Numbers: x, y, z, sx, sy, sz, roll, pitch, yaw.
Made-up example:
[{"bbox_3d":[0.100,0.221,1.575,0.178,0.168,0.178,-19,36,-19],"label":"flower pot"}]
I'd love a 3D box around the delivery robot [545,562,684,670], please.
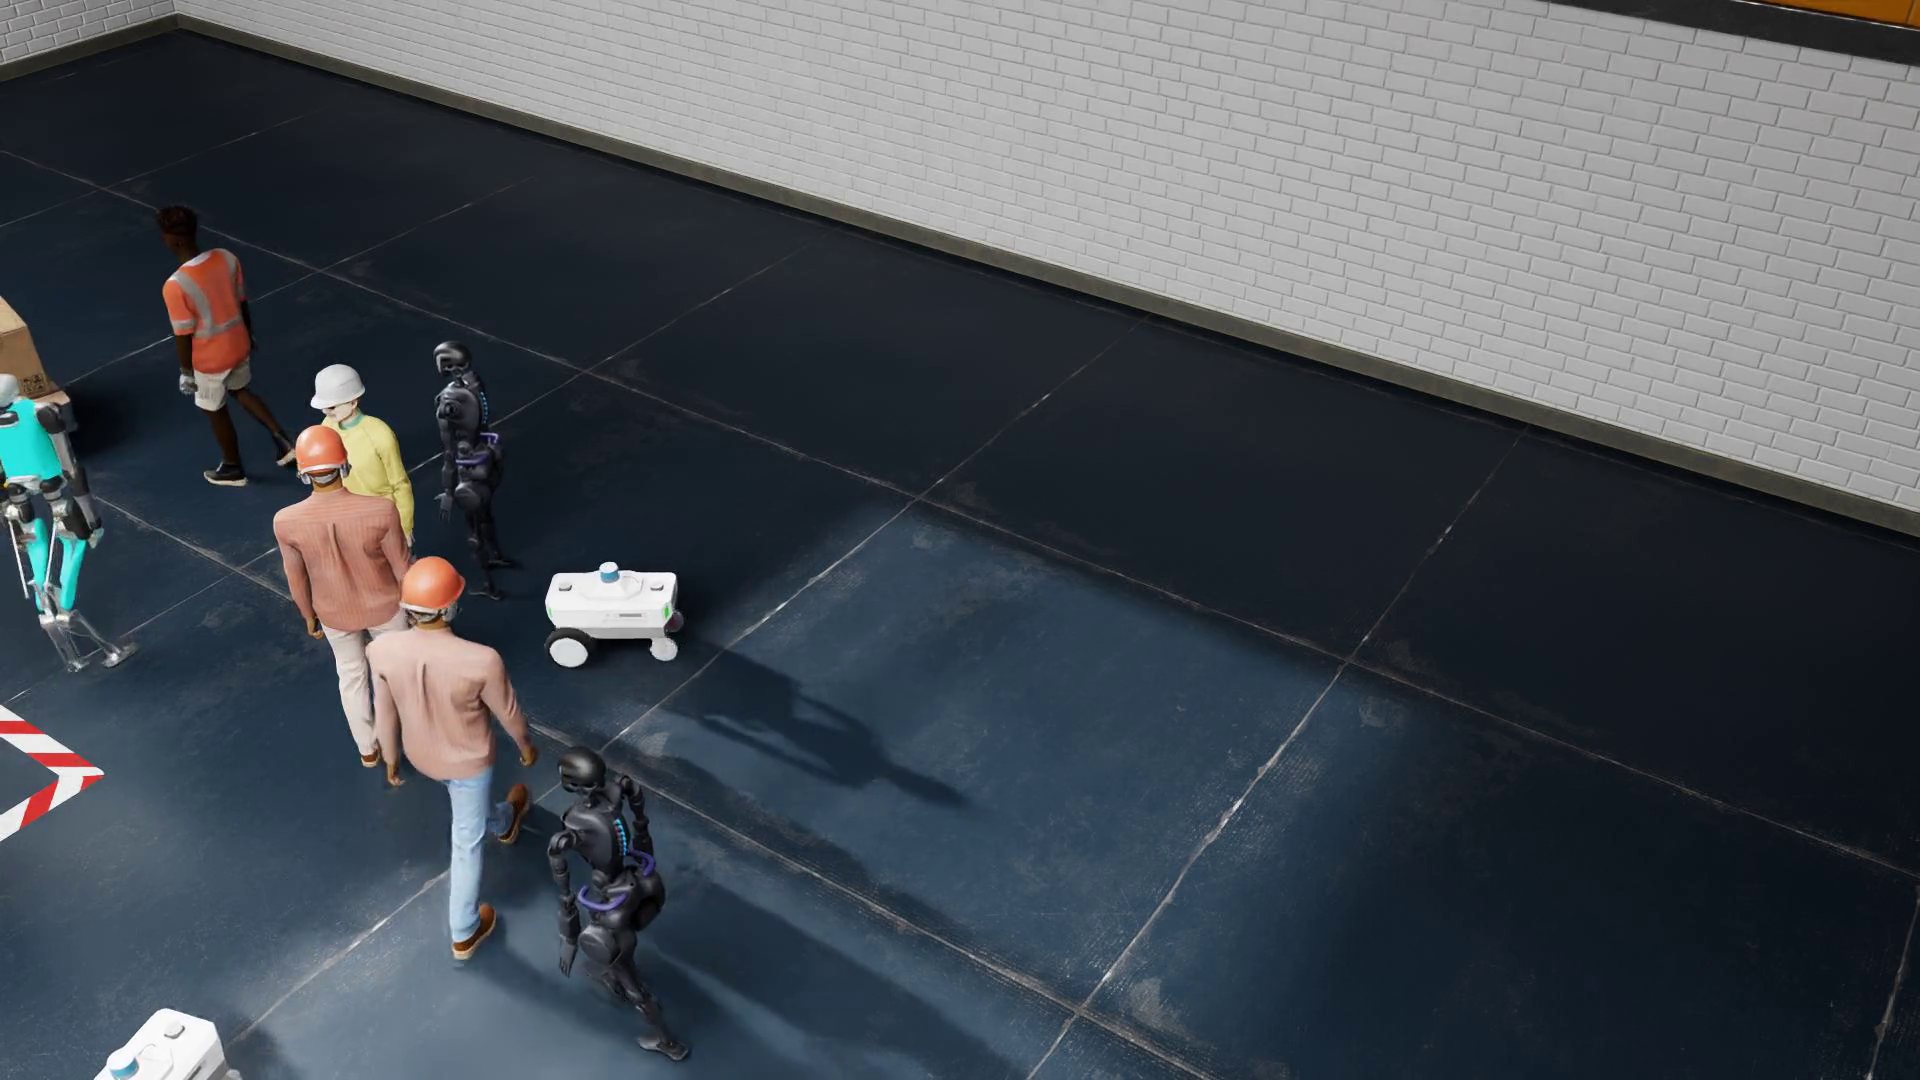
[{"bbox_3d":[-1.964,0.389,9.445,0.766,0.580,0.499,0,35,0],"label":"delivery robot"}]

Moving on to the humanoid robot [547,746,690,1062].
[{"bbox_3d":[-1.474,1.491,6.918,0.669,1.639,0.583,17,39,23],"label":"humanoid robot"}]

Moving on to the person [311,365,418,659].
[{"bbox_3d":[-3.175,-0.127,9.033,0.487,1.888,0.397,13,37,18],"label":"person"}]

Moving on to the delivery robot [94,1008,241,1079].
[{"bbox_3d":[-3.324,2.313,6.723,0.499,0.611,0.804,11,36,15],"label":"delivery robot"}]

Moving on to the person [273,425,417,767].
[{"bbox_3d":[-3.001,0.313,8.324,0.610,1.986,0.402,-5,35,-7],"label":"person"}]

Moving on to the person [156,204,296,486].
[{"bbox_3d":[-4.707,-1.199,10.507,0.575,1.951,0.628,9,36,12],"label":"person"}]

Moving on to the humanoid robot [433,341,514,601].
[{"bbox_3d":[-2.823,-0.392,9.595,0.335,1.653,0.589,4,35,6],"label":"humanoid robot"}]

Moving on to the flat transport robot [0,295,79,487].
[{"bbox_3d":[-6.675,-0.645,11.185,0.659,0.231,1.431,-27,43,-33],"label":"flat transport robot"}]

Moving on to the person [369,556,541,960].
[{"bbox_3d":[-2.239,0.895,7.531,0.642,1.932,1.038,8,36,11],"label":"person"}]

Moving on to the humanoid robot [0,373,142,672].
[{"bbox_3d":[-4.989,0.014,8.972,0.583,1.780,0.721,0,35,0],"label":"humanoid robot"}]
